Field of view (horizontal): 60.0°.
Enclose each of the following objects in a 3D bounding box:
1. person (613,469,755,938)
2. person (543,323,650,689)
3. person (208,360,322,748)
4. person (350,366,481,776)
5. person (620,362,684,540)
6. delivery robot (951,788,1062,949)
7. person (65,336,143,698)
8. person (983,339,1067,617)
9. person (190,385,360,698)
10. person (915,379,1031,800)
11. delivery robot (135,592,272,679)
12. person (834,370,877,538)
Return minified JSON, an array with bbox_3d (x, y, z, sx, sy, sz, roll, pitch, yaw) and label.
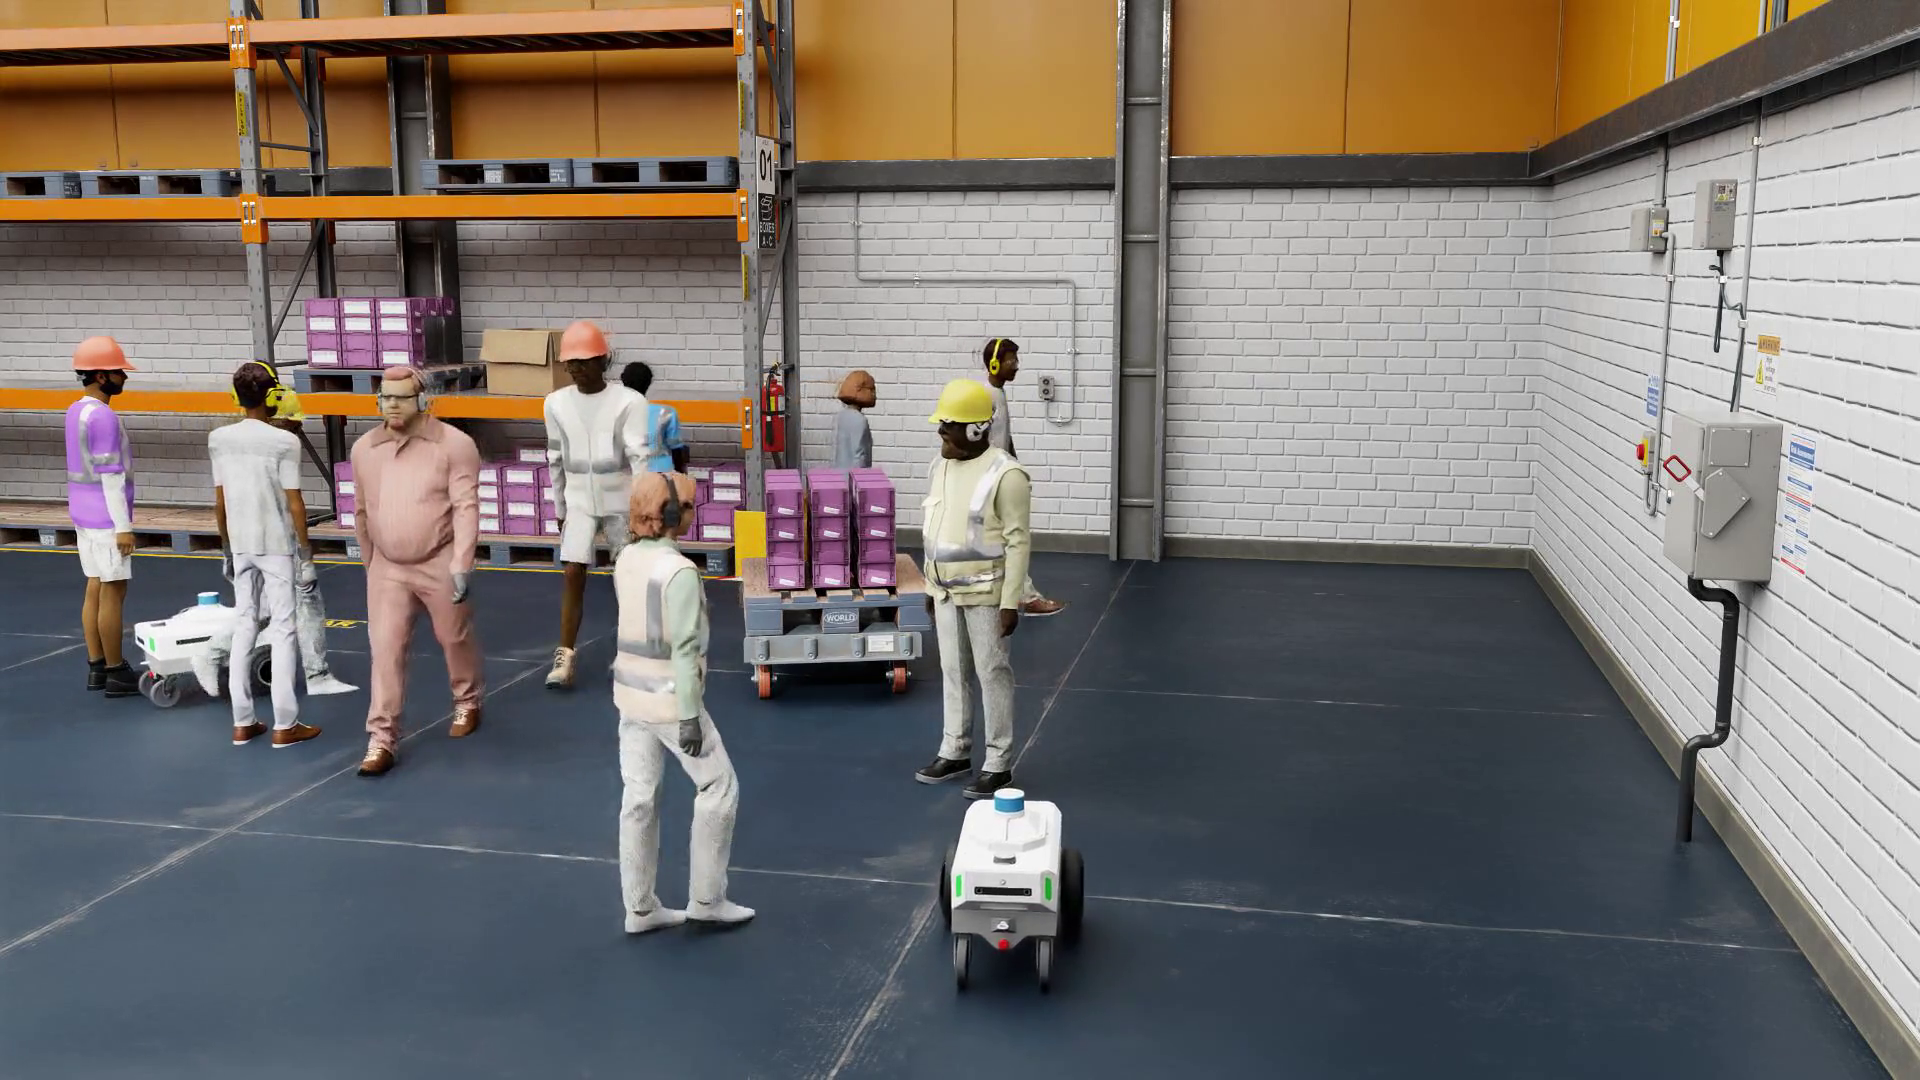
[{"bbox_3d":[-0.945,0.561,5.752,0.560,1.619,0.540,-7,12,-38],"label":"person"},{"bbox_3d":[-1.995,-0.176,9.095,0.621,1.993,0.984,1,9,5],"label":"person"},{"bbox_3d":[-3.350,0.070,8.028,0.509,1.864,0.333,2,10,13],"label":"person"},{"bbox_3d":[-2.554,0.109,7.833,0.642,1.858,1.029,0,9,2],"label":"person"},{"bbox_3d":[-2.173,-0.400,11.462,0.534,1.661,0.834,-1,9,-4],"label":"person"},{"bbox_3d":[0.165,1.080,5.585,0.477,0.478,0.707,1,9,5],"label":"delivery robot"},{"bbox_3d":[-4.583,-0.124,8.960,0.372,1.939,0.544,-8,13,-42],"label":"person"},{"bbox_3d":[0.321,-0.395,10.926,0.876,1.830,0.521,2,10,10],"label":"person"},{"bbox_3d":[-3.660,0.034,8.784,0.777,1.702,0.519,-5,11,-30],"label":"person"},{"bbox_3d":[0.040,0.212,7.265,0.403,1.828,0.595,-8,12,-40],"label":"person"},{"bbox_3d":[-4.026,0.523,8.941,0.707,0.478,0.477,-7,12,-37],"label":"delivery robot"},{"bbox_3d":[-0.654,-0.328,11.140,0.638,1.605,0.522,-4,10,-21],"label":"person"}]
